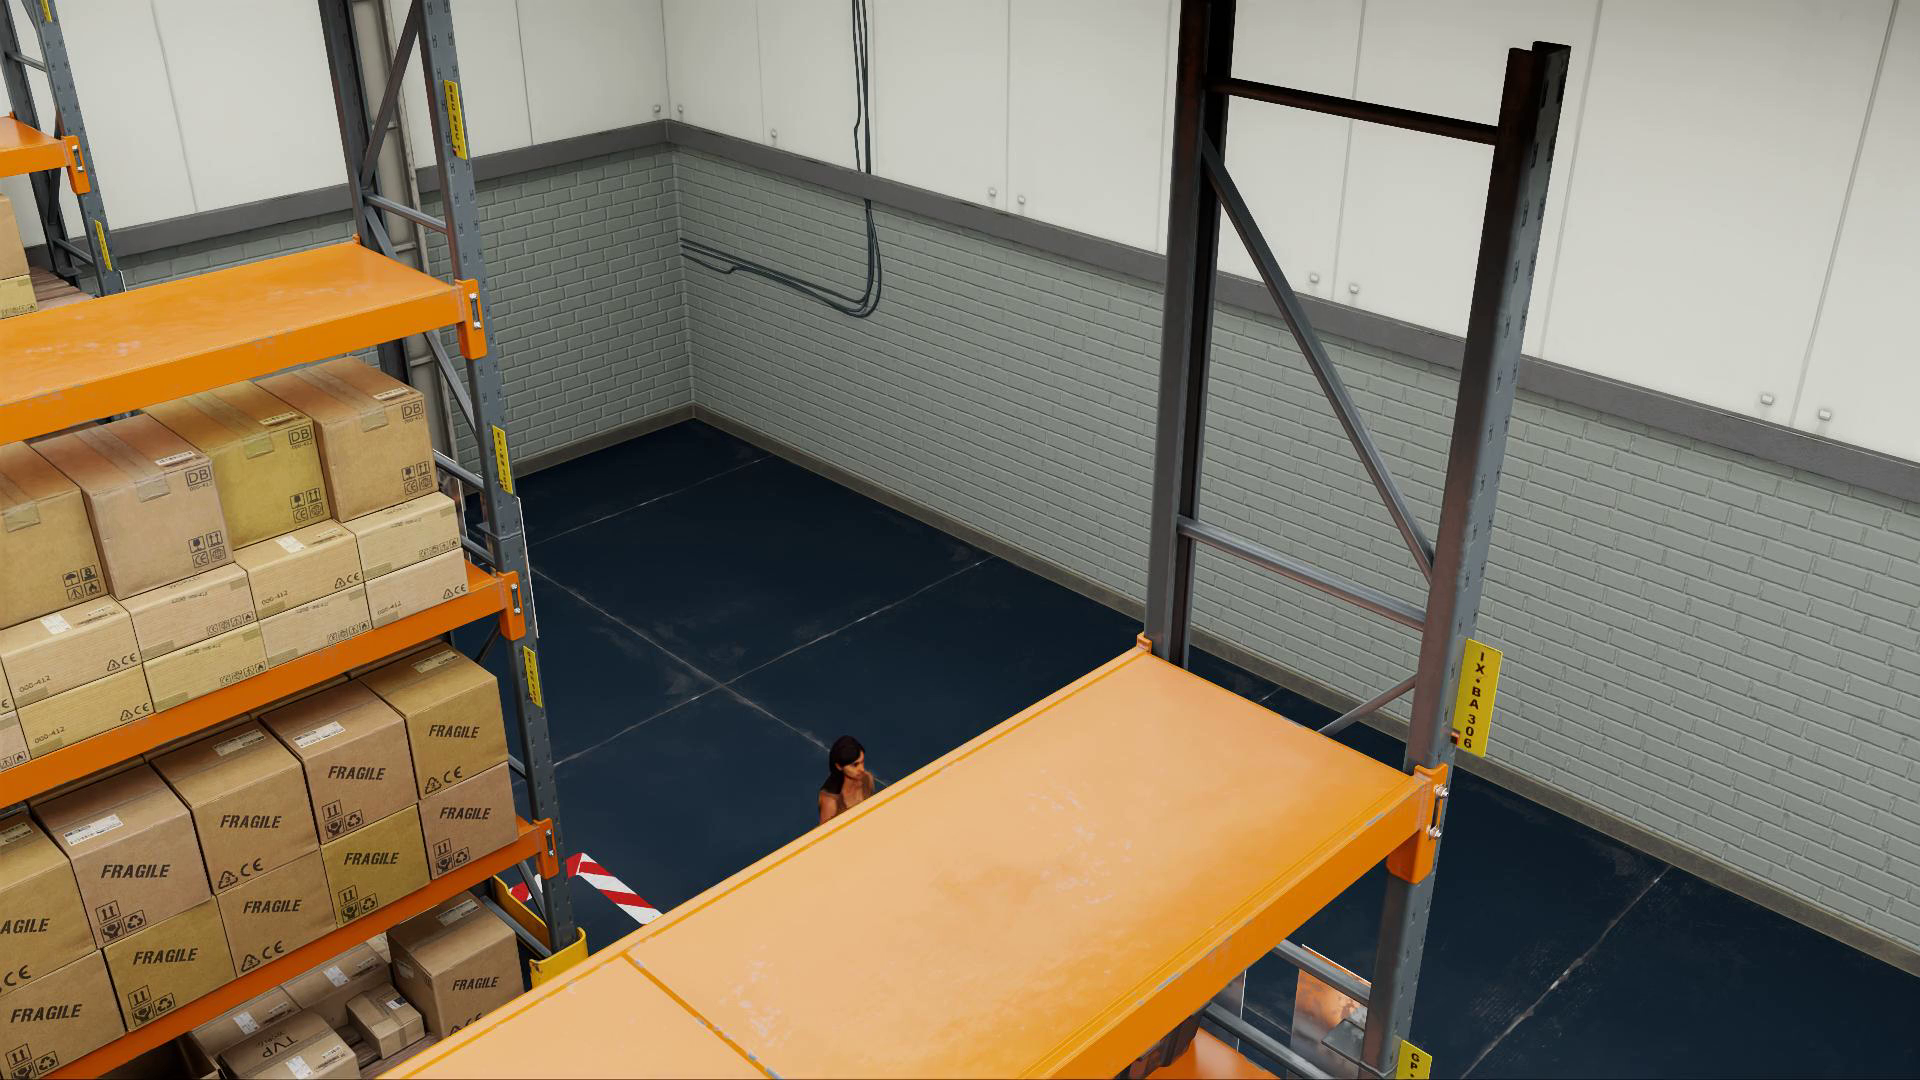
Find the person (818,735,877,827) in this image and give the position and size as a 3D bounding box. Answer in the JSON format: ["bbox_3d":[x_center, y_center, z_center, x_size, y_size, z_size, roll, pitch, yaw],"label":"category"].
[{"bbox_3d":[-0.681,1.788,9.338,0.693,1.680,0.636,16,31,28],"label":"person"}]
